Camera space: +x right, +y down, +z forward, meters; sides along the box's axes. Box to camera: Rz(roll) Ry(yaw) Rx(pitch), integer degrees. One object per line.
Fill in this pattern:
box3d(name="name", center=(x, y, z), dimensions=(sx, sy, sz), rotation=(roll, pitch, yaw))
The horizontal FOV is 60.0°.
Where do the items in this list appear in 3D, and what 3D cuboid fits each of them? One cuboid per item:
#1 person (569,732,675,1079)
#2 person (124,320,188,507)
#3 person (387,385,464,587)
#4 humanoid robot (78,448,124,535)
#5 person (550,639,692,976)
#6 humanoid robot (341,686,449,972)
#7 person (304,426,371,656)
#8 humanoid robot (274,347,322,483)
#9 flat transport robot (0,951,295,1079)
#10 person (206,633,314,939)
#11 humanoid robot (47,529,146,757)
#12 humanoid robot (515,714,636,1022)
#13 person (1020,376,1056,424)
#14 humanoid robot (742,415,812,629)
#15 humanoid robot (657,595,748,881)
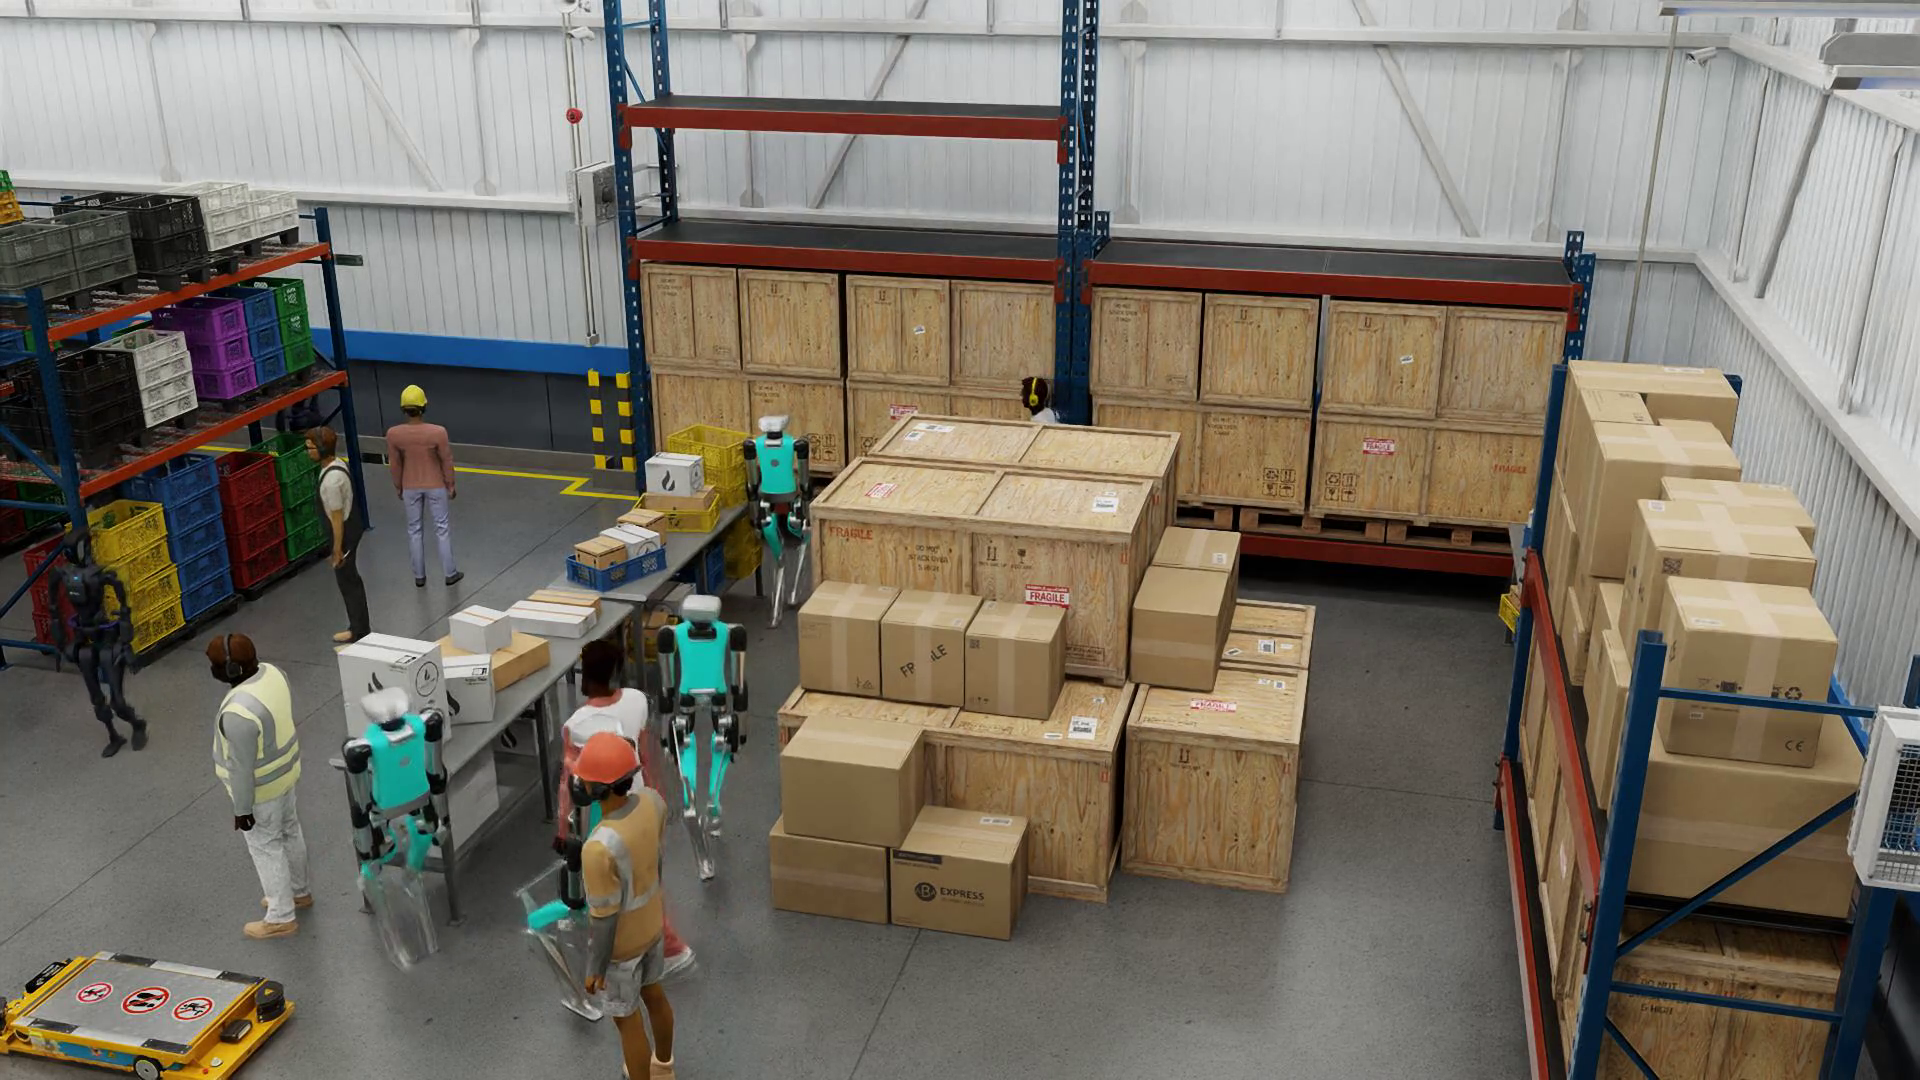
box3d(name="person", center=(-1.582, 1.827, 7.783), dimensions=(0.375, 2.045, 0.604), rotation=(6, 22, 16))
box3d(name="person", center=(-7.309, -1.004, 15.191), dimensions=(0.605, 2.044, 0.371), rotation=(6, 22, 14))
box3d(name="person", center=(-4.547, -0.454, 14.131), dimensions=(0.524, 1.772, 0.307), rotation=(-2, 21, -4))
box3d(name="humanoid robot", center=(-7.323, -0.398, 14.119), dimensions=(0.595, 1.643, 0.537), rotation=(15, 25, 34))
box3d(name="person", center=(-1.871, 1.449, 9.014), dimensions=(0.920, 1.870, 0.634), rotation=(10, 23, 25))
box3d(name="humanoid robot", center=(-3.084, 1.547, 8.974), dimensions=(0.553, 1.793, 0.725), rotation=(-19, 28, -41))
box3d(name="person", center=(-4.790, 0.002, 12.844), dimensions=(0.342, 1.842, 0.503), rotation=(-6, 22, -15))
box3d(name="humanoid robot", center=(-6.304, -1.090, 15.993), dimensions=(0.766, 1.637, 0.586), rotation=(7, 22, 18))
box3d(name="flat transport robot", center=(-4.270, 2.464, 8.601), dimensions=(1.431, 0.231, 0.659), rotation=(5, 22, 13))
box3d(name="person", center=(-3.915, 1.362, 9.300), dimensions=(0.429, 1.834, 0.631), rotation=(0, 21, -1))
box3d(name="humanoid robot", center=(-5.845, 0.700, 11.237), dimensions=(0.583, 1.644, 0.334), rotation=(0, 21, 1))
box3d(name="humanoid robot", center=(-2.018, 1.754, 8.551), dimensions=(0.739, 1.888, 0.556), rotation=(6, 22, 14))
box3d(name="person", center=(0.580, -0.490, 14.098), dimensions=(0.505, 1.857, 0.545), rotation=(5, 22, 14))
box3d(name="humanoid robot", center=(-1.442, -0.212, 13.533), dimensions=(0.545, 1.761, 0.913), rotation=(1, 21, 2))
box3d(name="humanoid robot", center=(-1.497, 1.219, 9.807), dimensions=(0.557, 1.734, 1.031), rotation=(-3, 21, -8))
